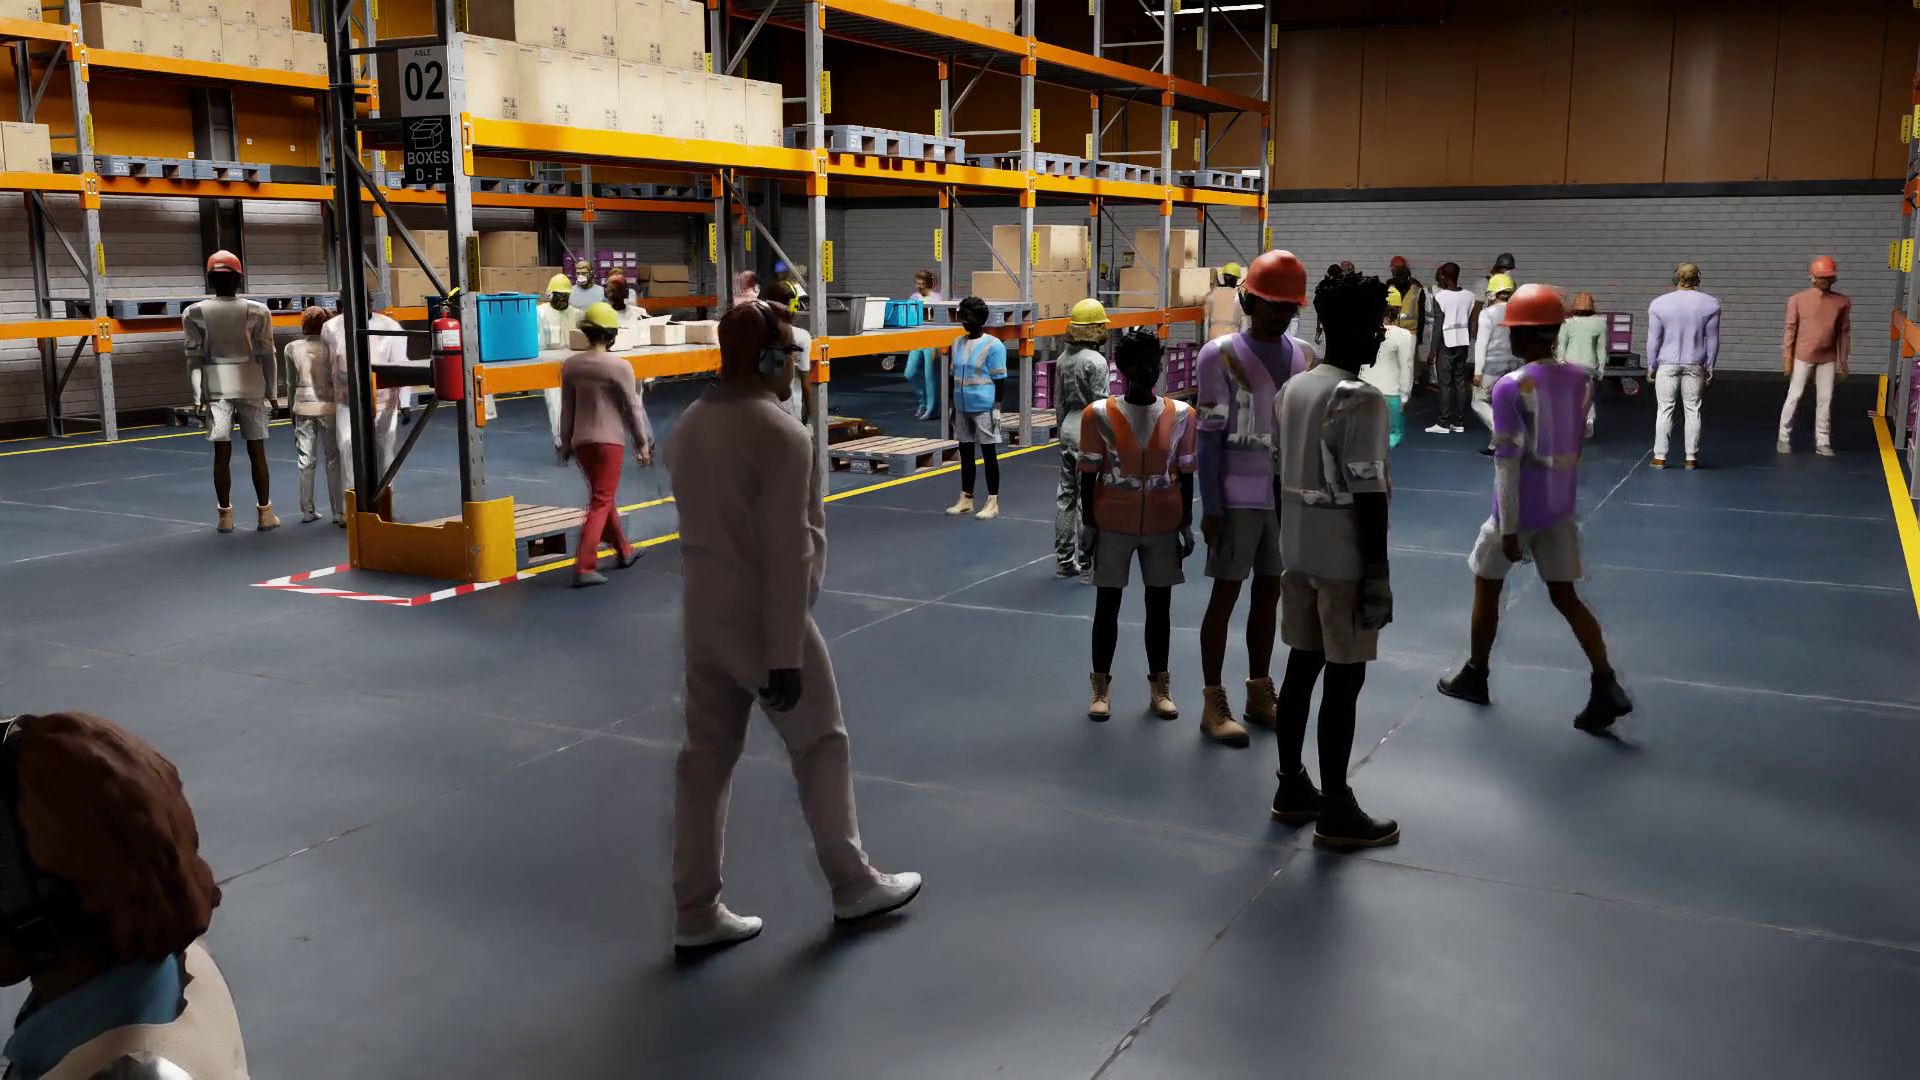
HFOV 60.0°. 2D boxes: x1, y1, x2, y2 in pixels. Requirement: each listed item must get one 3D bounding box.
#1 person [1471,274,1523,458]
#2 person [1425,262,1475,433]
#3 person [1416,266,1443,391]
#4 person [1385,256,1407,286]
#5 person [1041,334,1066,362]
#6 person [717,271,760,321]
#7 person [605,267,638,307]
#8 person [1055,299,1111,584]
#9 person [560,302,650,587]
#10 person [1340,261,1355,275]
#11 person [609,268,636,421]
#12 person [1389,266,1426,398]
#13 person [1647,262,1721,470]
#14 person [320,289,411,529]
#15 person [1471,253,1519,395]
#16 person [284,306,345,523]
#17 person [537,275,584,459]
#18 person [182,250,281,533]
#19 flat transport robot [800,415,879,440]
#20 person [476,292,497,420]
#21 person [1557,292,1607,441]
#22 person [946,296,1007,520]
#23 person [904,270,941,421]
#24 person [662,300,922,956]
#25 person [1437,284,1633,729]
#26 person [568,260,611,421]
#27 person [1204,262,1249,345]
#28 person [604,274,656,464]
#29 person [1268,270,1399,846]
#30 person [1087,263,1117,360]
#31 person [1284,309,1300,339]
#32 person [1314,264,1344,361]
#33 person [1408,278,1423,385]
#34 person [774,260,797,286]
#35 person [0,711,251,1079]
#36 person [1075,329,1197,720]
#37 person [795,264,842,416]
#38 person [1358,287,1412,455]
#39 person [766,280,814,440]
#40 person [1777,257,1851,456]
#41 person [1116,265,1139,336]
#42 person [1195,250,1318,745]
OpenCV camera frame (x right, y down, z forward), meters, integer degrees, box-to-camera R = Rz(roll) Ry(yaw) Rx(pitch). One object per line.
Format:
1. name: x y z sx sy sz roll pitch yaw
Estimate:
1. person: 5.275 -1.682 16.253 0.613 1.818 0.478 -5 11 -28
2. person: 5.520 -2.155 18.707 0.587 1.918 0.393 -5 11 -28
3. person: 6.971 -3.032 24.039 0.668 1.821 1.012 -1 10 -8
4. person: 7.027 -3.618 27.043 0.644 1.958 0.863 -5 11 -29
5. person: 1.441 -3.327 25.607 0.602 1.886 0.901 2 10 13
6. person: -2.134 -1.675 16.119 0.671 1.864 0.872 6 12 32
7. person: -4.464 -2.684 22.014 0.562 1.834 0.558 3 10 19
8. person: 0.778 -0.605 10.241 0.294 1.744 0.484 -6 12 -32
9. person: -2.181 -0.603 10.313 0.537 1.718 0.883 5 11 28
10. person: 5.480 -3.012 23.699 0.651 1.906 0.403 7 12 33
11. person: -4.113 -2.353 20.084 0.506 1.840 0.346 2 10 13
12. person: 6.156 -2.895 23.250 0.643 1.839 0.444 4 11 23
13. person: 6.736 -1.619 15.544 0.631 1.940 0.372 3 10 17
14. person: -4.394 -0.991 12.301 0.662 1.793 0.841 -2 10 -12
15. person: 7.403 -2.932 22.849 0.733 2.000 0.535 -2 10 -13
16. person: -4.793 -0.935 12.480 0.508 1.629 0.317 0 10 2
17. person: -3.904 -1.706 16.429 0.619 1.810 0.680 -7 12 -37
18. person: -5.260 -1.067 12.055 0.607 2.041 0.377 -3 10 -17
19. flat transport robot: -1.564 -1.174 17.788 0.652 0.197 1.431 7 12 35
20. person: -5.797 -2.238 20.112 0.354 1.602 0.586 -2 10 -14
21. person: 6.589 -1.819 17.642 0.503 1.613 0.582 2 10 10
22. person: 0.118 -1.003 12.674 0.540 1.696 0.317 9 13 42
23. person: -0.414 -2.327 19.971 0.457 1.816 0.624 -9 13 -41
24. person: -0.504 0.249 4.872 0.888 1.875 0.658 -9 13 -41
25. person: 2.514 -0.148 7.159 0.545 1.900 0.954 -4 11 -23
26. person: -4.268 -2.224 19.043 0.637 1.938 0.355 -1 10 -3
27. person: 3.315 -2.506 20.799 0.611 1.905 0.437 4 11 22
28. person: -3.129 -1.578 15.648 0.590 1.842 0.939 2 10 9
29. person: 1.293 0.063 5.723 0.361 1.964 0.613 -3 10 -19
30. person: 2.574 -4.100 30.210 0.590 1.833 0.404 2 10 13
31. person: 3.827 -2.341 19.726 0.356 1.937 0.552 -1 10 -5
32. person: 5.200 -2.899 23.175 0.519 1.865 0.335 1 10 3
33. person: 6.942 -3.195 25.548 0.280 1.633 0.498 1 10 6
34. person: -2.721 -3.479 26.396 0.602 1.919 0.927 4 10 20
35. person: -0.757 0.947 1.554 0.311 1.639 0.514 -4 11 -24
36. person: 0.766 -0.061 7.213 0.539 1.700 0.317 -1 10 -3
37. person: -1.792 -2.322 19.751 0.905 1.902 0.644 -7 12 -36
38. person: 3.441 -1.201 13.684 0.529 1.753 0.582 10 14 44
39. person: -1.241 -0.817 11.180 0.528 1.850 0.605 4 11 24
40. person: 8.593 -1.831 16.711 0.642 1.980 0.487 1 10 7
41. person: 2.647 -3.382 26.052 0.430 1.838 0.619 0 10 -2
42. person: 1.253 -0.173 6.903 0.605 2.033 0.399 -5 11 -29
